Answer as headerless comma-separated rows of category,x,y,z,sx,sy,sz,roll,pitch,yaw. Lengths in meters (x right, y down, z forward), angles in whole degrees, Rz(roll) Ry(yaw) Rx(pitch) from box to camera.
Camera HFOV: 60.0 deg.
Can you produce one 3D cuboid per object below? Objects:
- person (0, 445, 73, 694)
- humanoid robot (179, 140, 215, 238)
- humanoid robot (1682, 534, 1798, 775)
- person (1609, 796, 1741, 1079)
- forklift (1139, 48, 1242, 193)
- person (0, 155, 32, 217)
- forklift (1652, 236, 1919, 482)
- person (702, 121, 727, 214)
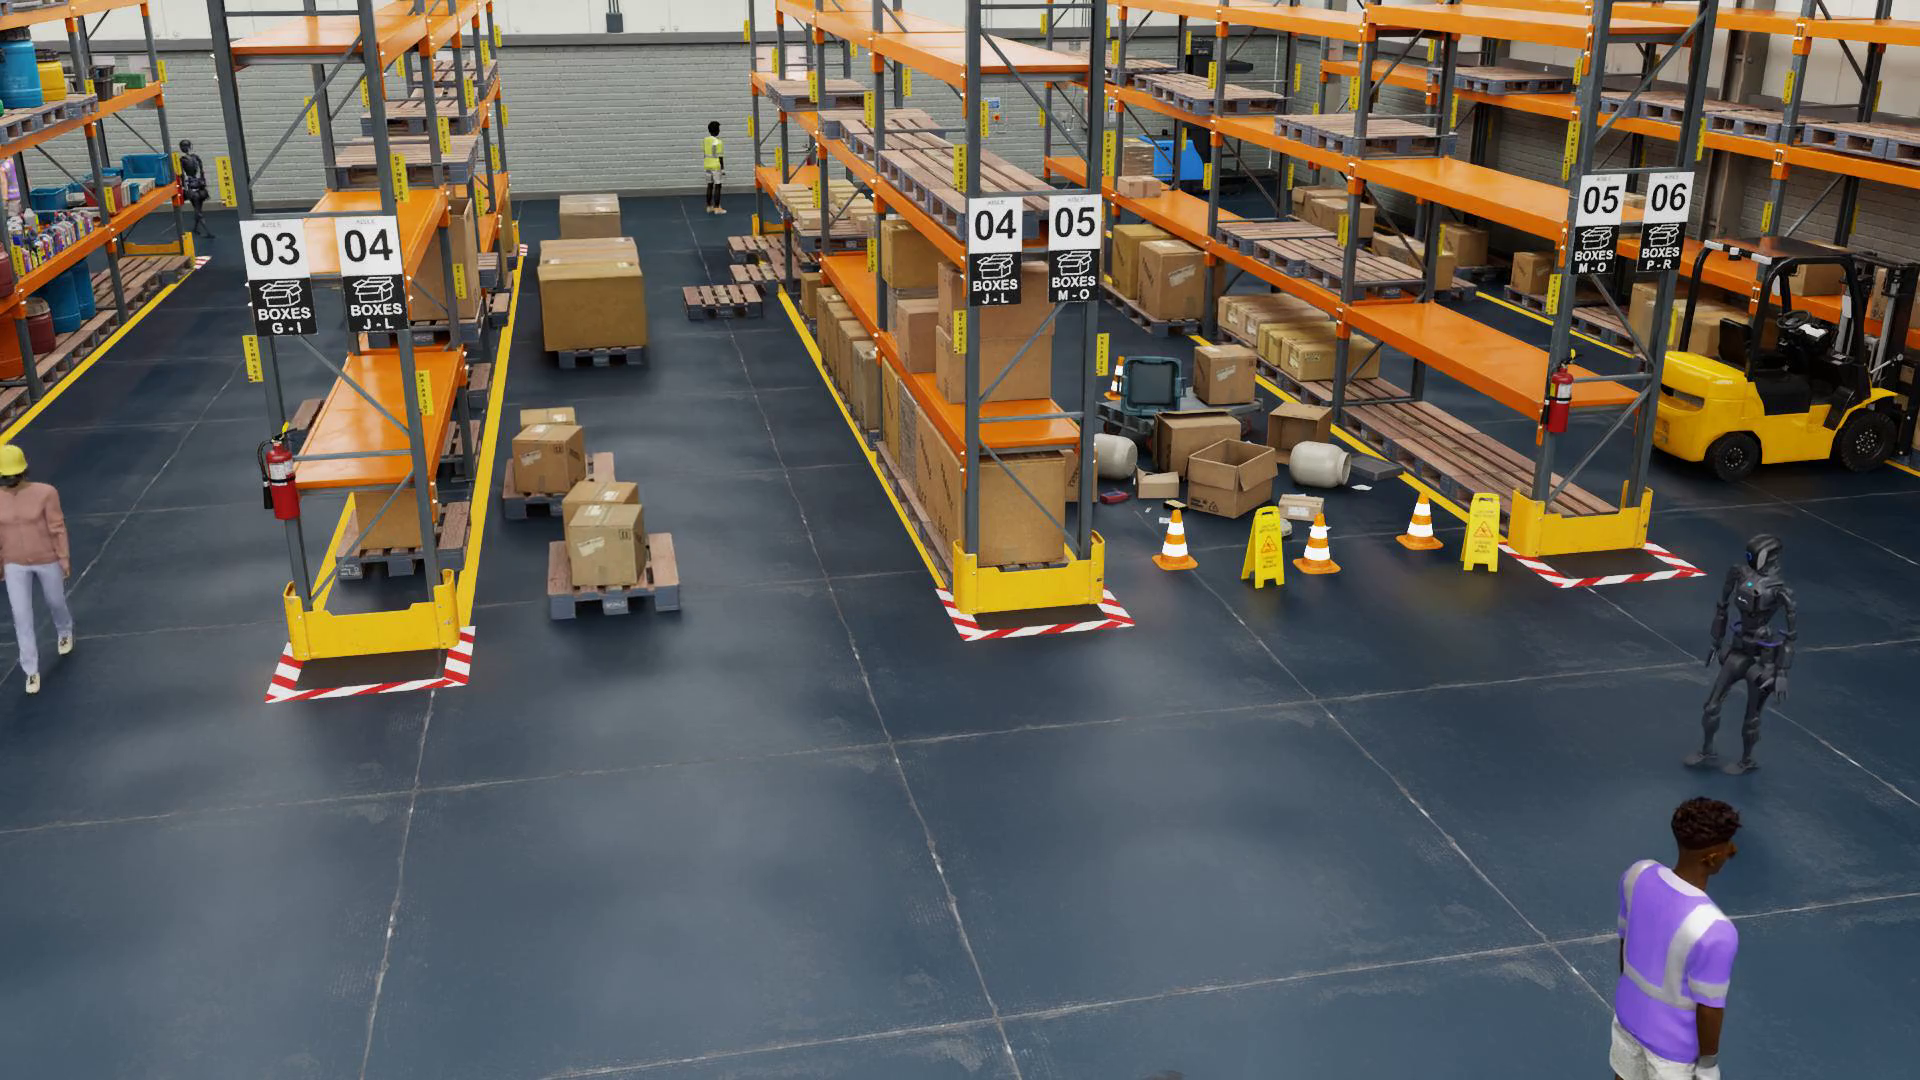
person,-6.572,0.124,11.777,0.520,1.729,0.839,-9,22,-23
humanoid robot,-13.089,-5.981,28.340,0.755,1.624,0.609,7,21,18
humanoid robot,4.873,0.720,10.261,0.501,1.641,0.616,-9,22,-23
person,2.812,1.913,6.631,0.367,1.961,0.604,-4,21,-12
forklift,4.566,-8.313,32.860,1.873,2.768,1.129,-4,21,-12
person,-15.369,-5.566,27.156,0.347,1.688,0.491,11,23,26
forklift,8.013,-1.814,16.330,2.313,2.155,1.214,-4,21,-12
person,-4.518,-6.843,30.593,0.537,1.687,0.319,18,27,40
